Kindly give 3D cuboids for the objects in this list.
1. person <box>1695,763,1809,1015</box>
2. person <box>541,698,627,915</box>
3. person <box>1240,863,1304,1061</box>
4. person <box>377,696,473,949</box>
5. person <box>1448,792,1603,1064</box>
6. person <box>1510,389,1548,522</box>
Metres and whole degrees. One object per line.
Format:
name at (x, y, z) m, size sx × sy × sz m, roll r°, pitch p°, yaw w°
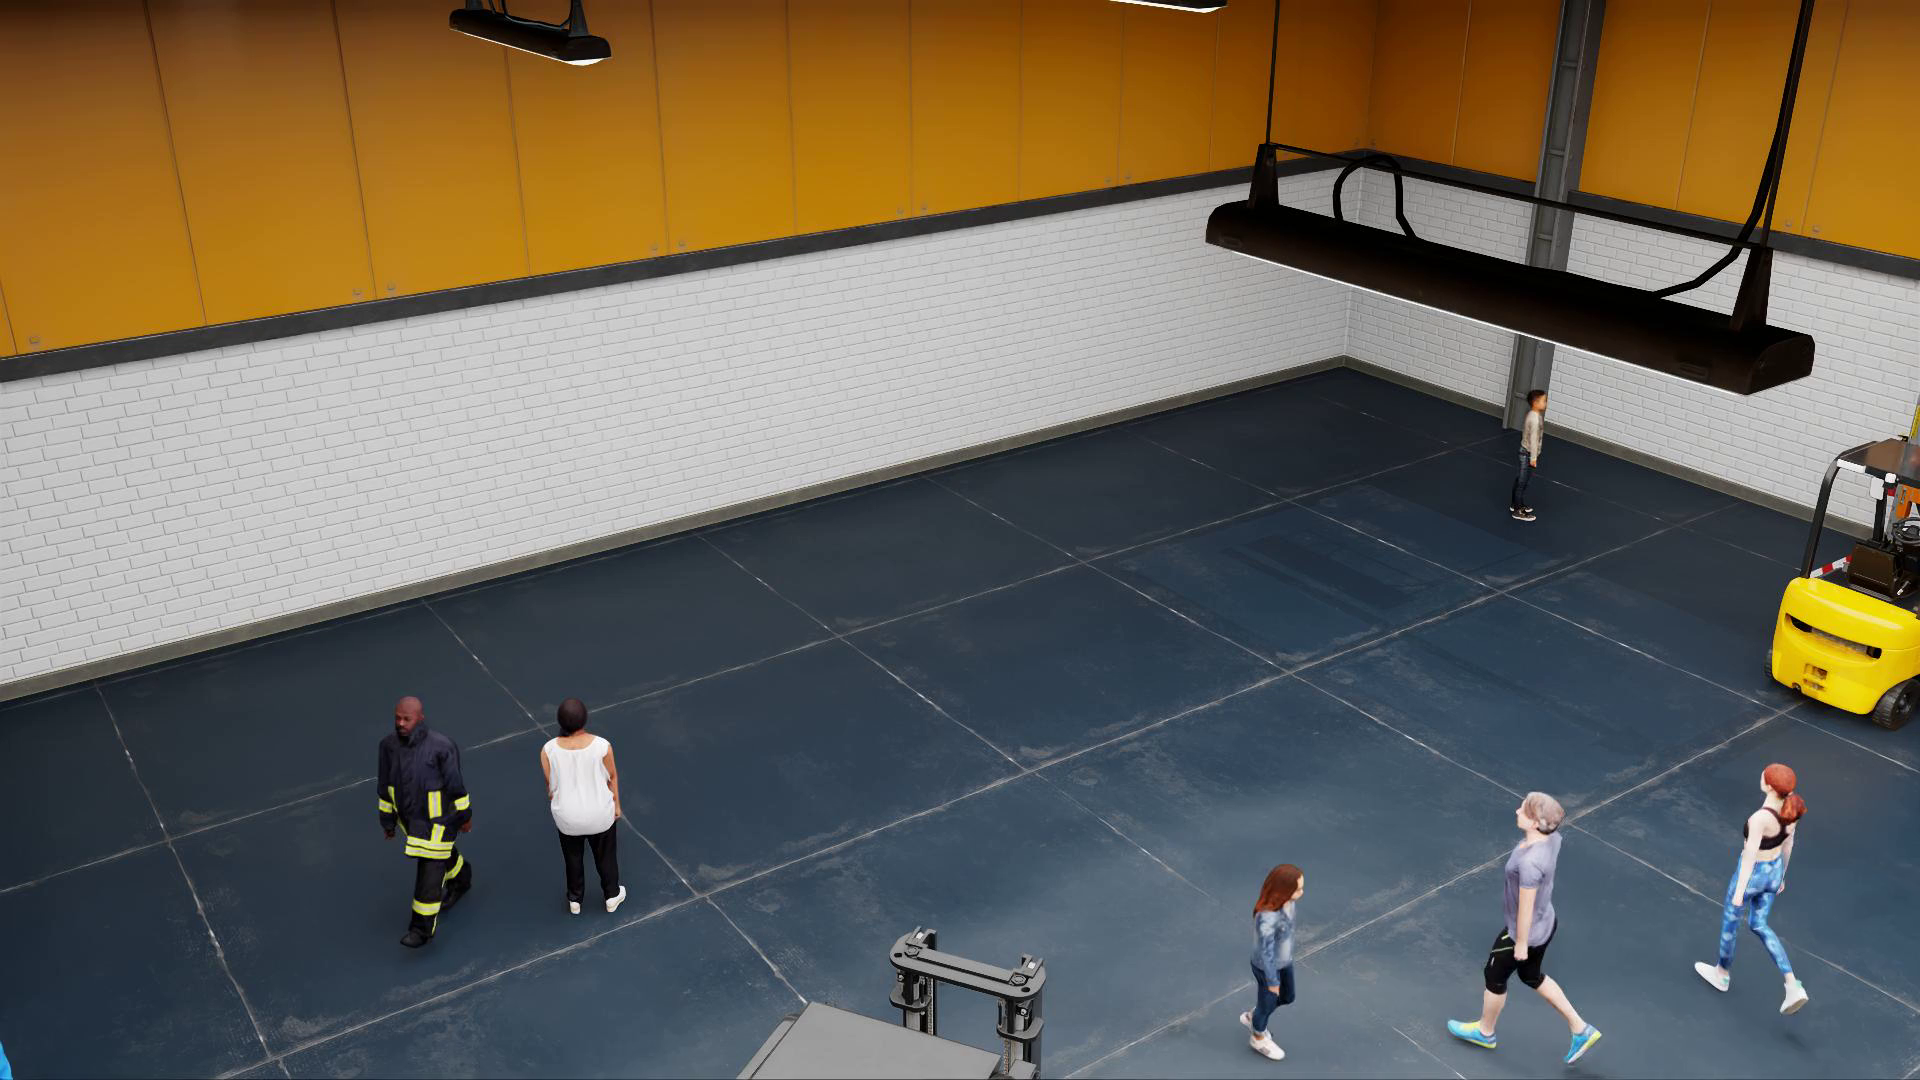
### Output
person at (5.170, 2.258, 10.641) m, size 0.697 × 1.770 × 1.057 m, roll -10°, pitch 26°, yaw -22°
person at (-2.642, 1.853, 11.672) m, size 0.763 × 1.686 × 0.786 m, roll -1°, pitch 24°, yaw -2°
person at (1.865, 2.580, 10.284) m, size 0.707 × 1.466 × 0.689 m, roll 12°, pitch 26°, yaw 26°
person at (-3.664, 1.853, 11.558) m, size 1.235 × 1.777 × 1.247 m, roll 6°, pitch 24°, yaw 14°
person at (3.561, 2.415, 10.172) m, size 1.220 × 1.859 × 0.942 m, roll 14°, pitch 27°, yaw 30°
person at (6.290, -0.963, 18.392) m, size 0.675 × 1.463 × 0.627 m, roll 6°, pitch 24°, yaw 13°
